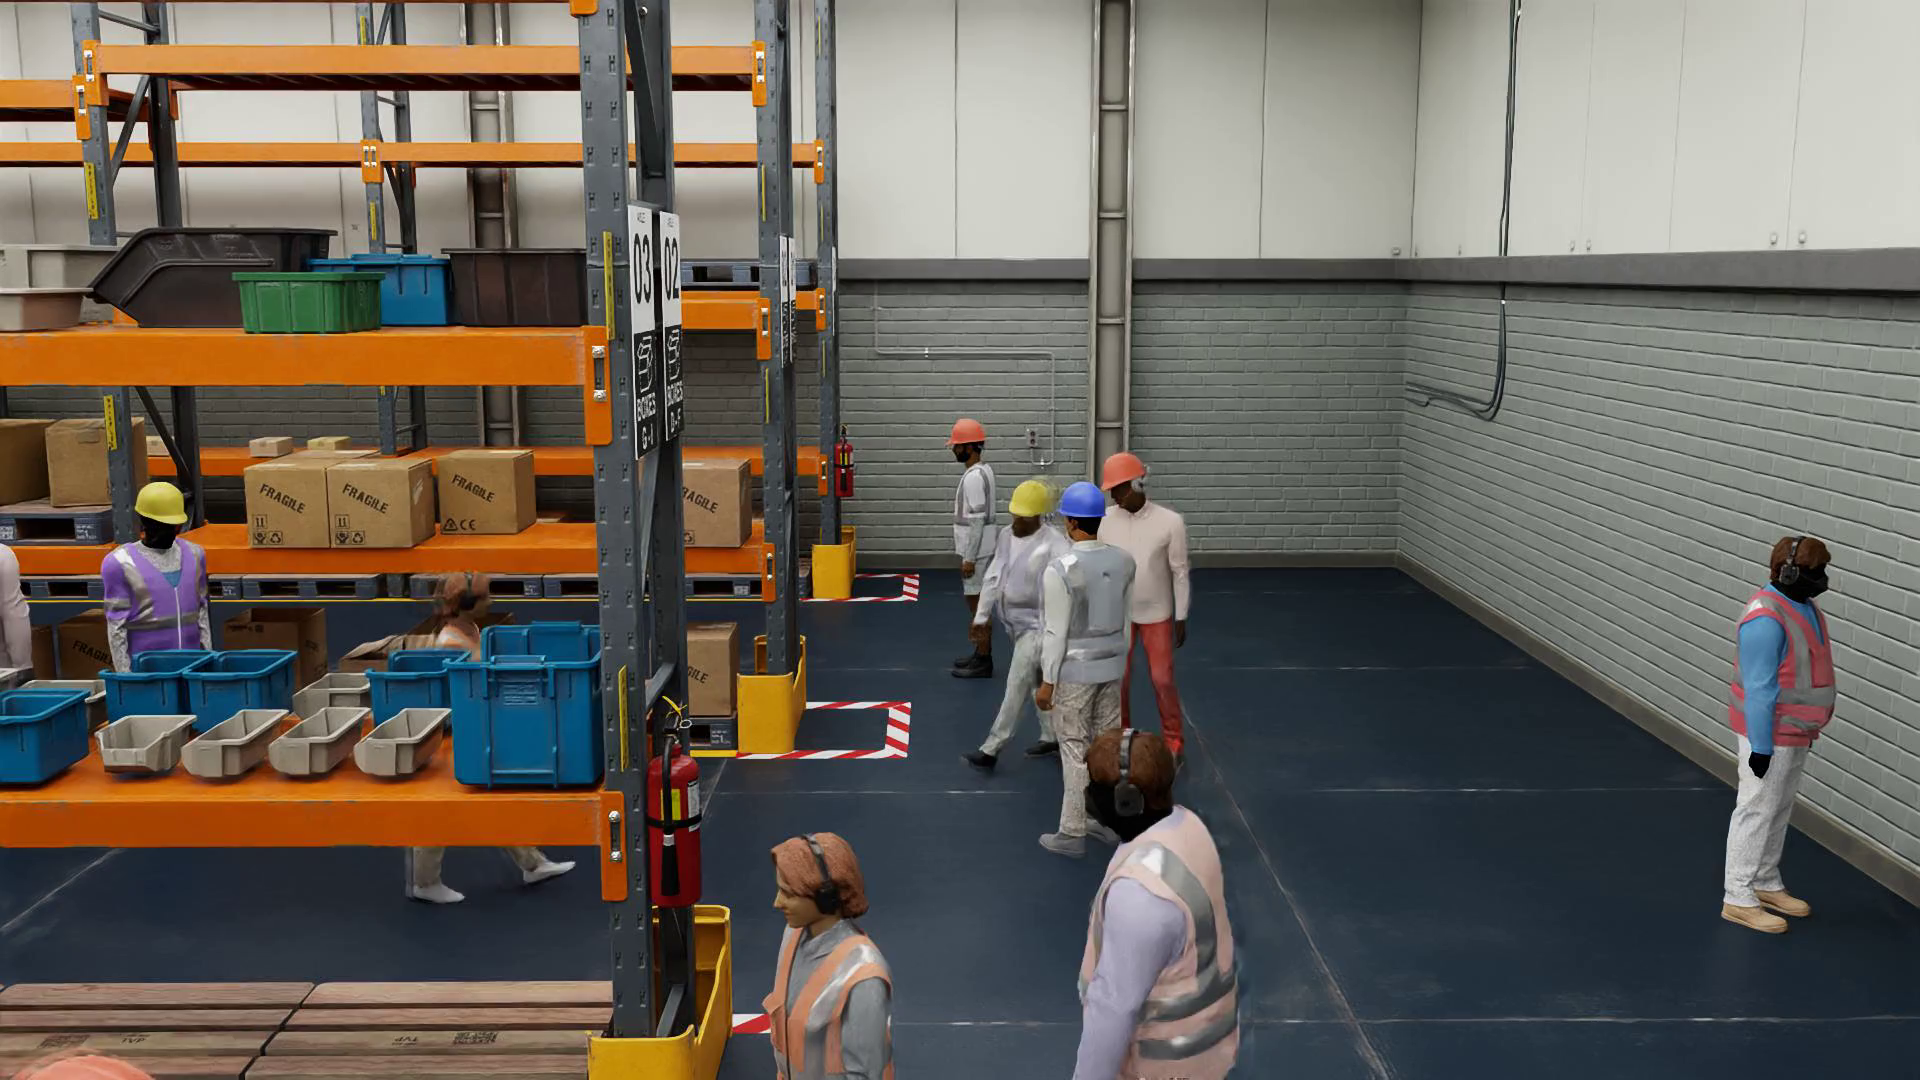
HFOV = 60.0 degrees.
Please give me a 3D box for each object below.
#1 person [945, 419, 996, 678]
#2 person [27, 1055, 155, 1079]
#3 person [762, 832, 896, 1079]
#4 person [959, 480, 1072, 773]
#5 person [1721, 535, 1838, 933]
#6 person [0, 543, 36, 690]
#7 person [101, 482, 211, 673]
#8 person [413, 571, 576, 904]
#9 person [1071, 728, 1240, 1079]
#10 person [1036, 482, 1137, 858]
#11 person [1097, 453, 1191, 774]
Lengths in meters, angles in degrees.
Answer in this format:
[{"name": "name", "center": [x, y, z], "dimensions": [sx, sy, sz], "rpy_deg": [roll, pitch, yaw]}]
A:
[{"name": "person", "center": [0.077, 0.063, 12.364], "dimensions": [0.378, 1.932, 0.551], "rpy_deg": [1, 9, 7]}, {"name": "person", "center": [-1.412, 1.673, 2.634], "dimensions": [0.499, 1.887, 0.626], "rpy_deg": [-5, 10, -26]}, {"name": "person", "center": [-0.320, 1.535, 4.274], "dimensions": [0.314, 1.631, 0.524], "rpy_deg": [-5, 11, -29]}, {"name": "person", "center": [0.325, 0.518, 10.034], "dimensions": [0.922, 1.771, 0.616], "rpy_deg": [-6, 11, -31]}, {"name": "person", "center": [3.785, 0.882, 7.672], "dimensions": [0.431, 1.835, 0.619], "rpy_deg": [8, 12, 41]}, {"name": "person", "center": [-5.253, 0.631, 8.967], "dimensions": [0.652, 1.906, 0.402], "rpy_deg": [3, 10, 15]}, {"name": "person", "center": [-4.236, 0.639, 8.880], "dimensions": [0.374, 1.920, 0.585], "rpy_deg": [5, 11, 29]}, {"name": "person", "center": [-2.262, 0.946, 7.920], "dimensions": [0.808, 1.597, 0.539], "rpy_deg": [0, 9, -3]}, {"name": "person", "center": [0.451, 1.399, 4.564], "dimensions": [0.810, 1.805, 0.634], "rpy_deg": [2, 9, 12]}, {"name": "person", "center": [0.646, 0.668, 8.609], "dimensions": [0.603, 1.949, 0.389], "rpy_deg": [-8, 12, -40]}, {"name": "person", "center": [1.064, 0.447, 9.977], "dimensions": [0.620, 1.952, 0.440], "rpy_deg": [3, 10, 19]}]
